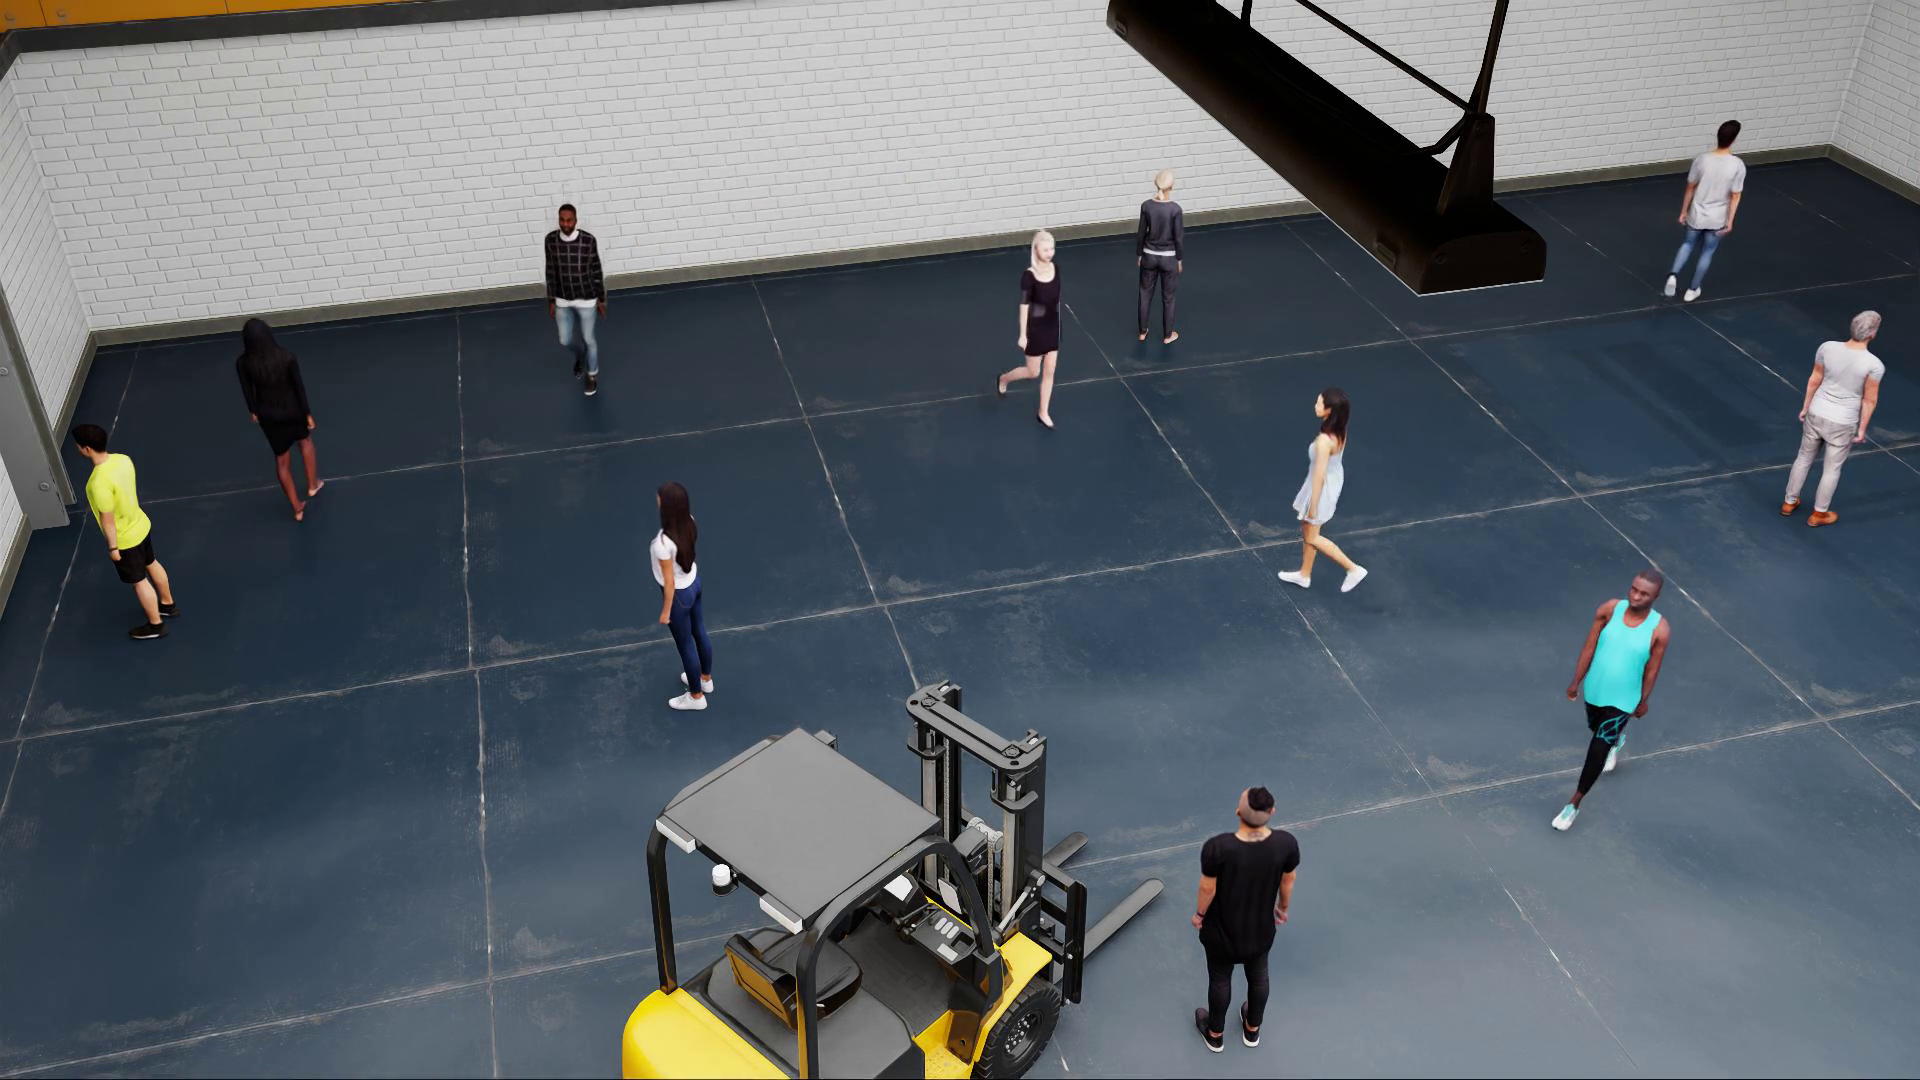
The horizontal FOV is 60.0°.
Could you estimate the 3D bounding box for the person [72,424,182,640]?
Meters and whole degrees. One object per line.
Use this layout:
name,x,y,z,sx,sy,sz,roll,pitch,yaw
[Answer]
person,-5.963,-0.083,11.914,0.721,1.706,0.535,-1,34,-1

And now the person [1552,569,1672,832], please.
person,4.096,0.913,10.352,1.079,1.775,1.197,-29,43,-36

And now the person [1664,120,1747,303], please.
person,7.375,-3.205,16.459,0.960,1.874,0.992,25,41,32

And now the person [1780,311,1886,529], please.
person,6.885,-0.961,13.121,0.822,1.831,0.647,-22,40,-30

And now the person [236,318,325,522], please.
person,-5.392,-0.927,13.190,0.648,1.697,0.779,-8,34,-11

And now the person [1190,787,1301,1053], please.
person,1.480,1.959,8.701,0.713,1.862,0.619,-4,34,-6

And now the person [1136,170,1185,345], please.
person,1.907,-2.705,15.841,0.683,1.725,0.714,13,36,19

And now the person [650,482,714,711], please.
person,-1.850,0.372,11.167,0.730,1.774,0.623,10,35,14

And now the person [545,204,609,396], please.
person,-3.449,-2.220,15.038,0.787,1.807,0.824,0,34,0

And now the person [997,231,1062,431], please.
person,0.636,-1.837,14.451,0.854,1.818,1.021,-27,42,-34

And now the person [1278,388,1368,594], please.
person,2.755,-0.325,12.269,0.965,1.715,0.928,15,37,22
